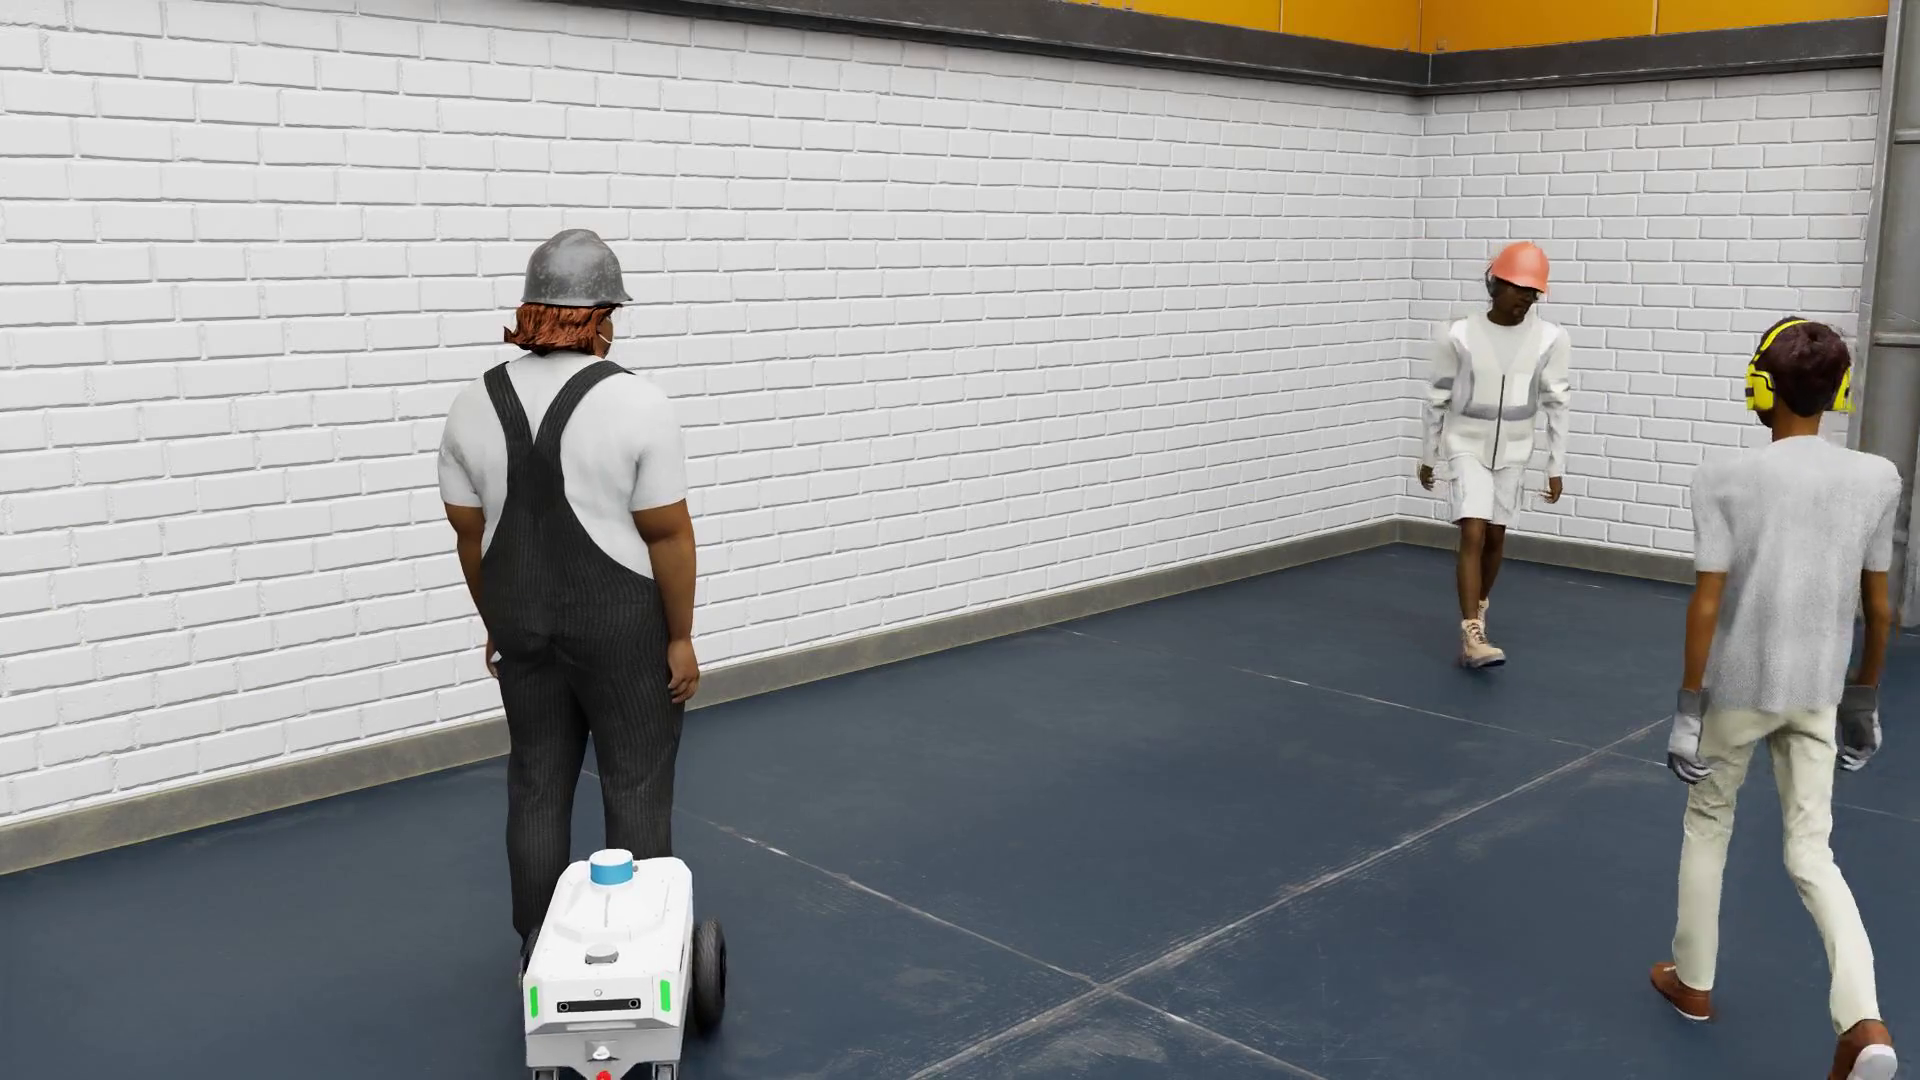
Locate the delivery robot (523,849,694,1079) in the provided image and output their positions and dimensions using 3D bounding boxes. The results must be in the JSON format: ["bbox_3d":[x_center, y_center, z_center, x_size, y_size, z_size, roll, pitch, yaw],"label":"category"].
[{"bbox_3d":[-0.825,0.984,3.977,0.477,0.478,0.707,-1,10,-6],"label":"delivery robot"}]

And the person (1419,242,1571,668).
[{"bbox_3d":[2.510,-0.395,7.832,0.638,1.978,1.025,1,10,6],"label":"person"}]

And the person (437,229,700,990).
[{"bbox_3d":[-0.970,0.206,4.421,0.674,2.000,0.535,3,11,17],"label":"person"}]

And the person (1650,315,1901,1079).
[{"bbox_3d":[1.981,0.393,3.979,0.533,1.845,0.855,0,10,1],"label":"person"}]
